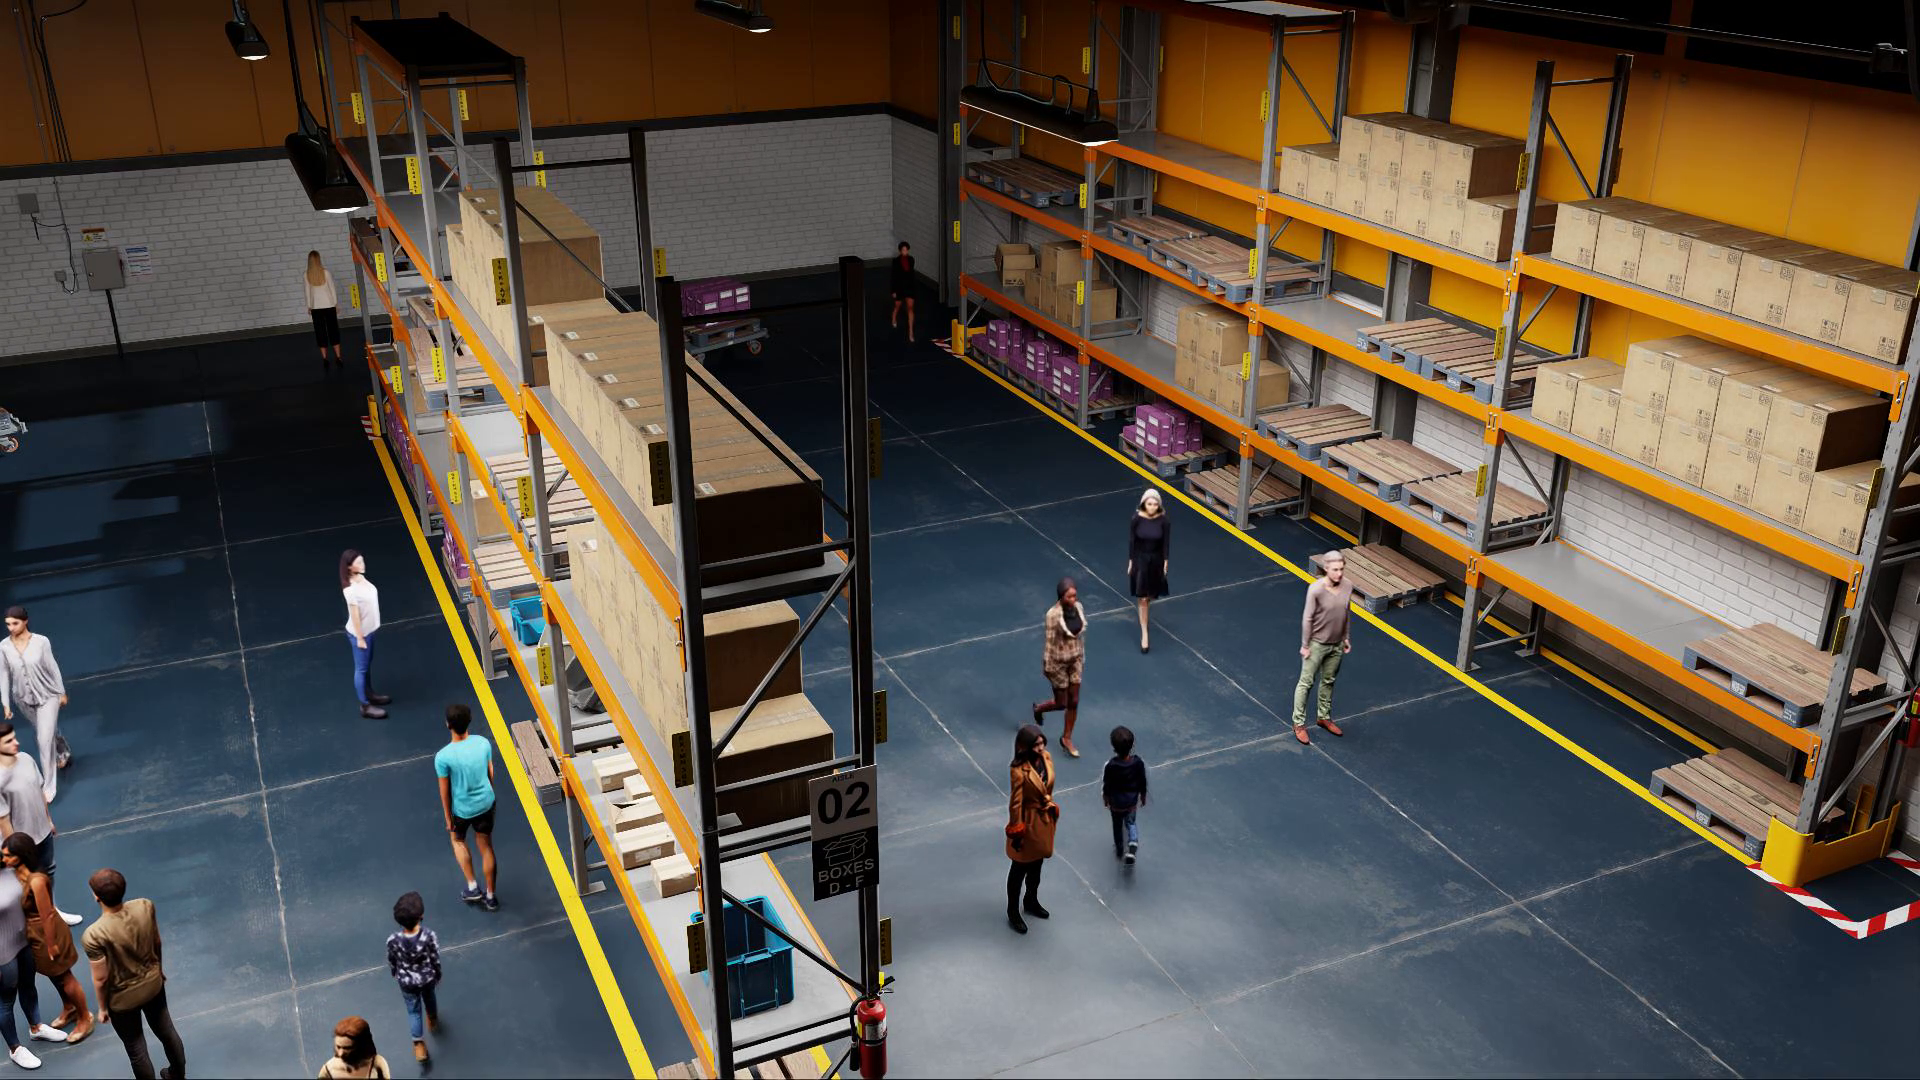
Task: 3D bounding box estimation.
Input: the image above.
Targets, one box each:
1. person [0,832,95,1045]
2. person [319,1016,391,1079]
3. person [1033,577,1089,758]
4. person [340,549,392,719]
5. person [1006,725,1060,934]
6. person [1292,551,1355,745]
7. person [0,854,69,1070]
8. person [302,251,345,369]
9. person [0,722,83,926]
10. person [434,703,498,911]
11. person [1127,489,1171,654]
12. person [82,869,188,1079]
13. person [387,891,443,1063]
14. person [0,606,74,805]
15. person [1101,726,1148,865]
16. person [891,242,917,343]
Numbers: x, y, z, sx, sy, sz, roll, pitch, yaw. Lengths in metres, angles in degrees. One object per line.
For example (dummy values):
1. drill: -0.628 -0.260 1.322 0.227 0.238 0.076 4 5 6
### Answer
1. person: -6.345 2.742 11.526 0.588 1.683 0.696 17 29 34
2. person: -3.540 3.498 9.870 0.586 1.626 0.582 -8 25 -18
3. person: 0.891 1.120 15.116 0.706 1.781 0.893 -18 29 -35
4. person: -5.677 0.879 15.788 0.719 1.684 0.566 -3 24 -8
5. person: 0.544 2.188 12.749 0.724 1.720 0.768 21 31 40
6. person: 3.374 0.952 15.387 0.685 1.871 0.575 -9 25 -20
7. person: -6.515 2.785 11.363 0.749 1.736 0.657 5 24 10
8. person: -9.853 -3.566 25.739 0.649 1.858 0.570 -6 24 -14
9. person: -7.049 2.198 12.518 0.805 1.886 0.670 1 24 2
10. person: -3.734 2.111 12.878 0.677 1.758 0.667 -16 28 -32
11. person: 1.938 0.259 17.159 0.882 1.723 1.081 1 24 3
12. person: -5.396 2.937 10.871 0.784 1.852 0.748 11 26 24
13. person: -3.757 3.017 11.464 0.538 1.231 0.848 -8 25 -19
14. person: -8.098 1.360 14.638 0.811 1.724 1.183 -4 24 -8
15. person: 1.341 2.111 13.556 0.653 1.215 0.767 0 24 1
16. person: -0.942 -4.078 27.219 0.667 1.610 1.034 -7 25 -16
